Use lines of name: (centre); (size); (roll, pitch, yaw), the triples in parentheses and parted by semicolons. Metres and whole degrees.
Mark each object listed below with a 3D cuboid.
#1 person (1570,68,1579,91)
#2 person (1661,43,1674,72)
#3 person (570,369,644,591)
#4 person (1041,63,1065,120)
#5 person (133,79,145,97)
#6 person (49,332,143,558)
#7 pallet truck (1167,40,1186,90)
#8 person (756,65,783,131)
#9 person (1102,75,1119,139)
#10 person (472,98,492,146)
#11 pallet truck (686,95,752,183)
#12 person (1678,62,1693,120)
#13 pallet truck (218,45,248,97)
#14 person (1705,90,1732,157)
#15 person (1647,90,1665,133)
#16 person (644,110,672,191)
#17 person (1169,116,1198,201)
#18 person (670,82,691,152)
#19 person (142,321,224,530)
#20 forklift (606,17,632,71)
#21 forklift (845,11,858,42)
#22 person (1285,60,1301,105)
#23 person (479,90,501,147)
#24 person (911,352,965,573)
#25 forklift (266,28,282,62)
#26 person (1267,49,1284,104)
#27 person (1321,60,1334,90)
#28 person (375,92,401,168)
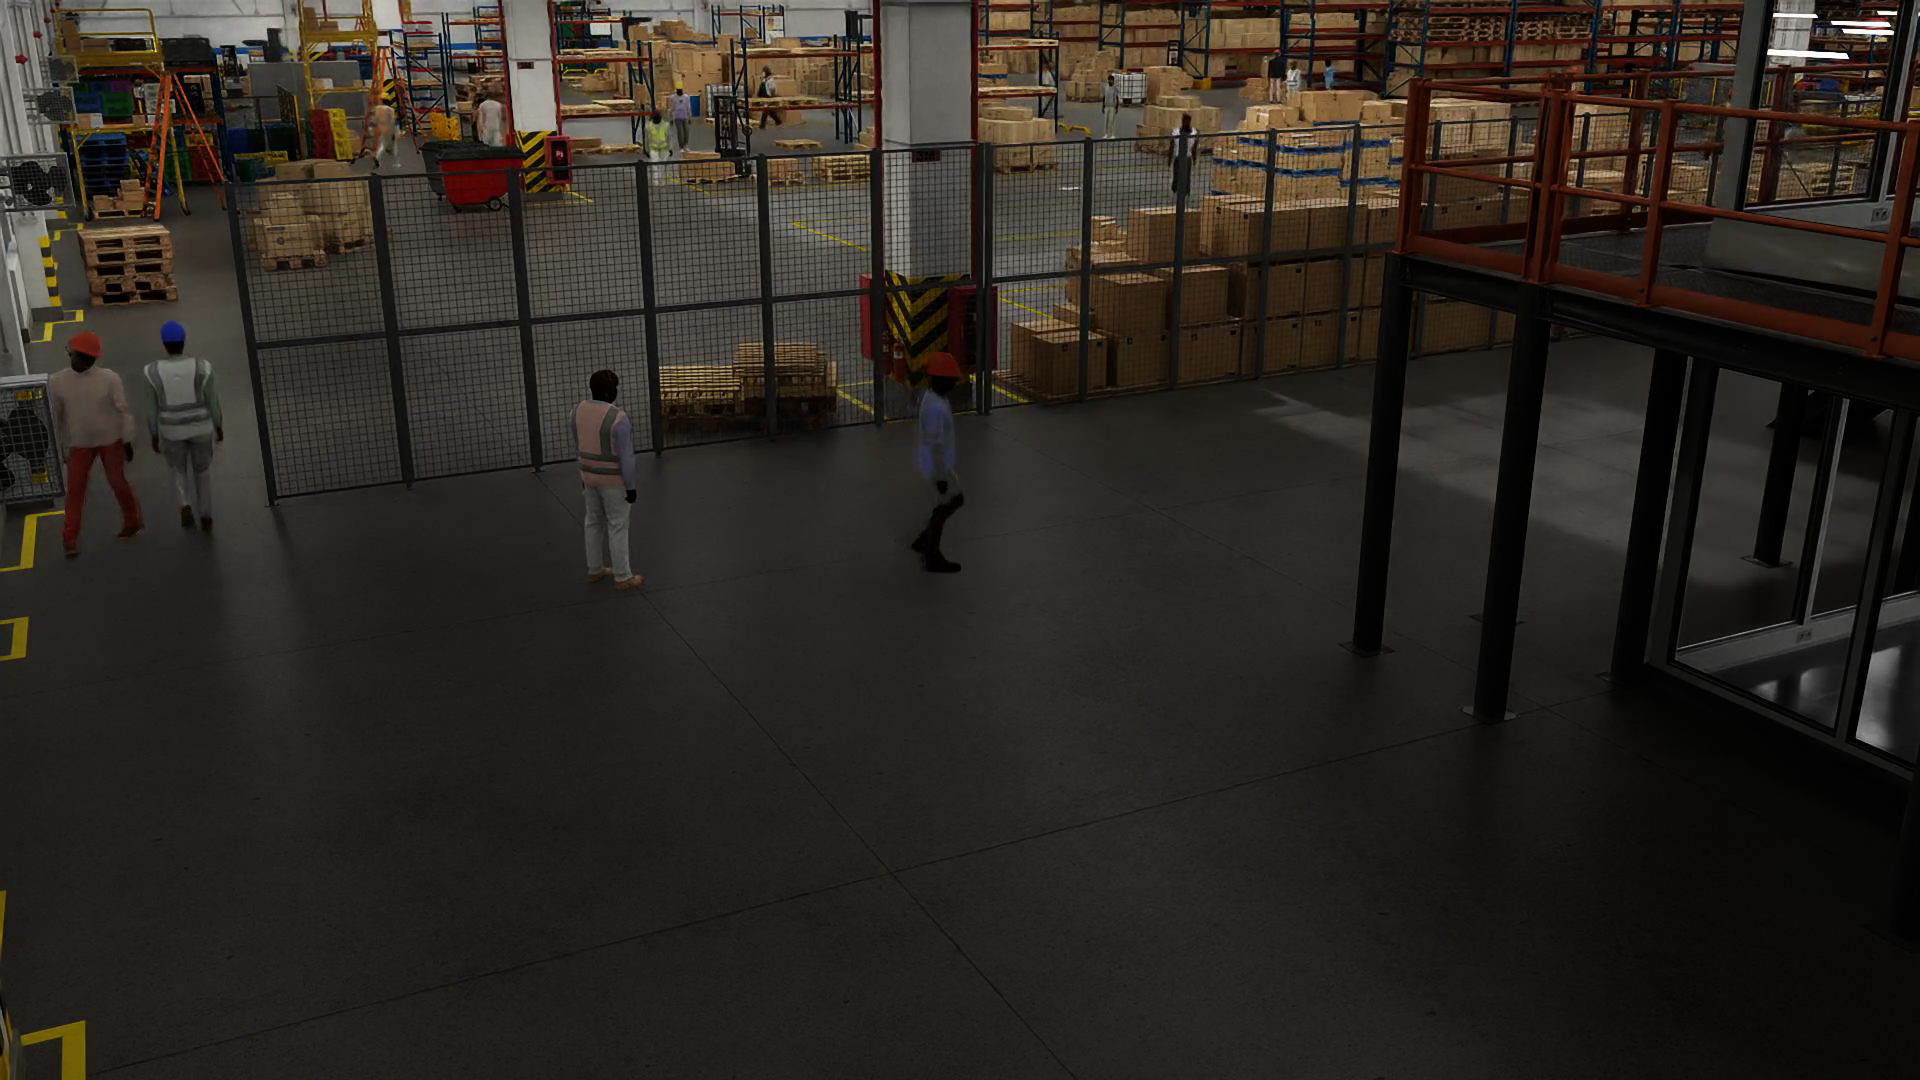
person: (19.259, -13.951, 52.607); (0.434, 1.889, 0.703); (7, 20, 20)
person: (32.521, -22.098, 76.545); (0.536, 1.671, 0.717); (13, 23, 32)
person: (-2.898, -0.497, 13.702); (0.623, 1.835, 0.431); (12, 23, 32)
person: (3.085, -15.002, 55.674); (0.797, 1.907, 0.693); (-3, 19, -10)
person: (-25.313, -13.408, 51.425); (0.523, 1.631, 0.324); (7, 20, 19)
person: (-7.604, -0.844, 14.555); (0.669, 1.927, 0.774); (-6, 20, -17)
pallet truck: (9.045, -19.971, 69.895); (0.823, 1.965, 1.885); (-3, 19, -8)
person: (-5.992, -13.894, 52.213); (0.949, 2.000, 0.683); (-9, 21, -24)
person: (4.491, -12.950, 49.759); (0.509, 1.858, 0.333); (8, 20, 21)
person: (-12.547, -10.797, 43.807); (0.547, 1.646, 0.864); (-10, 21, -27)
pallet truck: (-5.836, -9.608, 39.856); (0.823, 1.965, 1.885); (10, 22, 27)
person: (24.539, -15.078, 55.870); (0.950, 1.901, 0.552); (-8, 21, -22)
pallet truck: (-28.879, -18.665, 66.111); (0.823, 1.965, 1.885); (-3, 19, -9)
person: (20.210, -10.933, 43.829); (0.555, 1.915, 0.868); (-12, 22, -30)
person: (19.793, -11.940, 47.175); (0.538, 1.613, 0.485); (5, 20, 14)
person: (-6.978, -9.031, 38.479); (0.624, 1.809, 0.887); (-6, 20, -17)
person: (4.915, -8.414, 36.646); (0.606, 1.843, 1.132); (1, 19, 2)
person: (-7.729, -11.703, 46.057); (0.599, 1.908, 0.438); (-6, 20, -18)
person: (-7.002, -1.023, 15.065); (0.624, 1.930, 0.437); (-8, 20, -21)
forklift: (-14.590, -21.543, 73.120); (1.873, 2.768, 1.129); (-1, 19, -2)
forklift: (-5.438, -25.090, 83.400); (1.873, 2.768, 1.129); (-9, 21, -25)
person: (11.519, -15.611, 57.453); (0.714, 1.869, 0.599); (-17, 26, -41)
person: (-12.203, -10.681, 43.105); (0.631, 1.898, 0.925); (-15, 24, -37)
person: (-0.146, -0.642, 13.979); (0.405, 1.918, 0.564); (1, 19, 3)
forklift: (-24.567, -16.973, 59.873); (1.873, 2.768, 1.129); (-9, 21, -25)
person: (11.834, -17.356, 62.337); (0.651, 1.988, 0.403); (5, 20, 14)
person: (13.746, -17.065, 62.015); (0.831, 1.644, 0.534); (15, 24, 36)
person: (-14.688, -10.472, 42.511); (0.603, 1.904, 0.794); (6, 20, 16)
